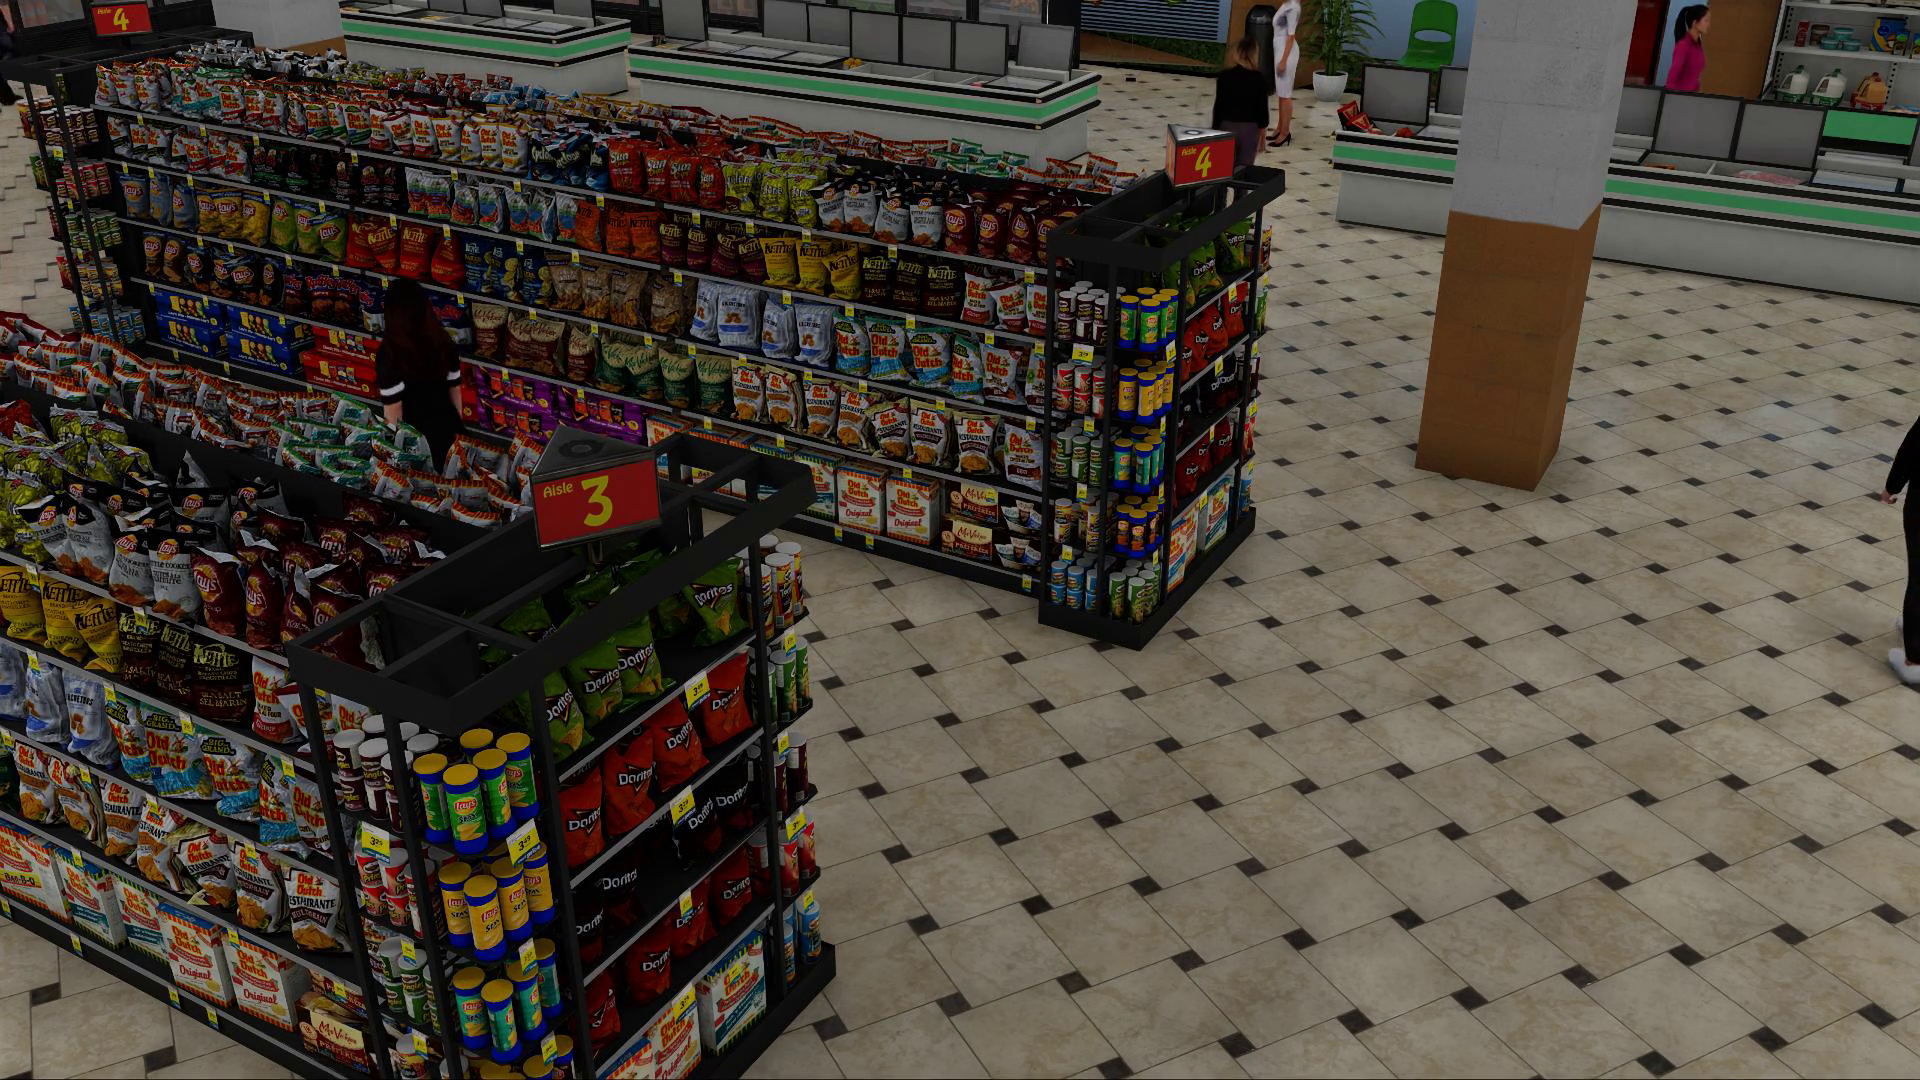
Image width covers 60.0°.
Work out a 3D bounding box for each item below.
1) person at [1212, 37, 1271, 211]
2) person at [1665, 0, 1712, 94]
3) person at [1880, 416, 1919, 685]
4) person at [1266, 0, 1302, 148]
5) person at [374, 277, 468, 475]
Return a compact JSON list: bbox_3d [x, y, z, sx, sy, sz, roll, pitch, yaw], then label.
[{"bbox_3d":[2.262,-3.245,13.623,0.619,1.665,0.743,6,28,12],"label":"person"},{"bbox_3d":[6.368,-3.955,15.010,0.941,1.675,0.660,19,33,33],"label":"person"},{"bbox_3d":[4.454,-0.113,7.445,0.820,1.665,0.827,4,27,8],"label":"person"},{"bbox_3d":[3.275,-4.853,16.704,0.648,1.746,0.645,2,27,3],"label":"person"},{"bbox_3d":[-2.589,-0.481,8.213,0.661,1.627,0.660,22,34,37],"label":"person"}]
